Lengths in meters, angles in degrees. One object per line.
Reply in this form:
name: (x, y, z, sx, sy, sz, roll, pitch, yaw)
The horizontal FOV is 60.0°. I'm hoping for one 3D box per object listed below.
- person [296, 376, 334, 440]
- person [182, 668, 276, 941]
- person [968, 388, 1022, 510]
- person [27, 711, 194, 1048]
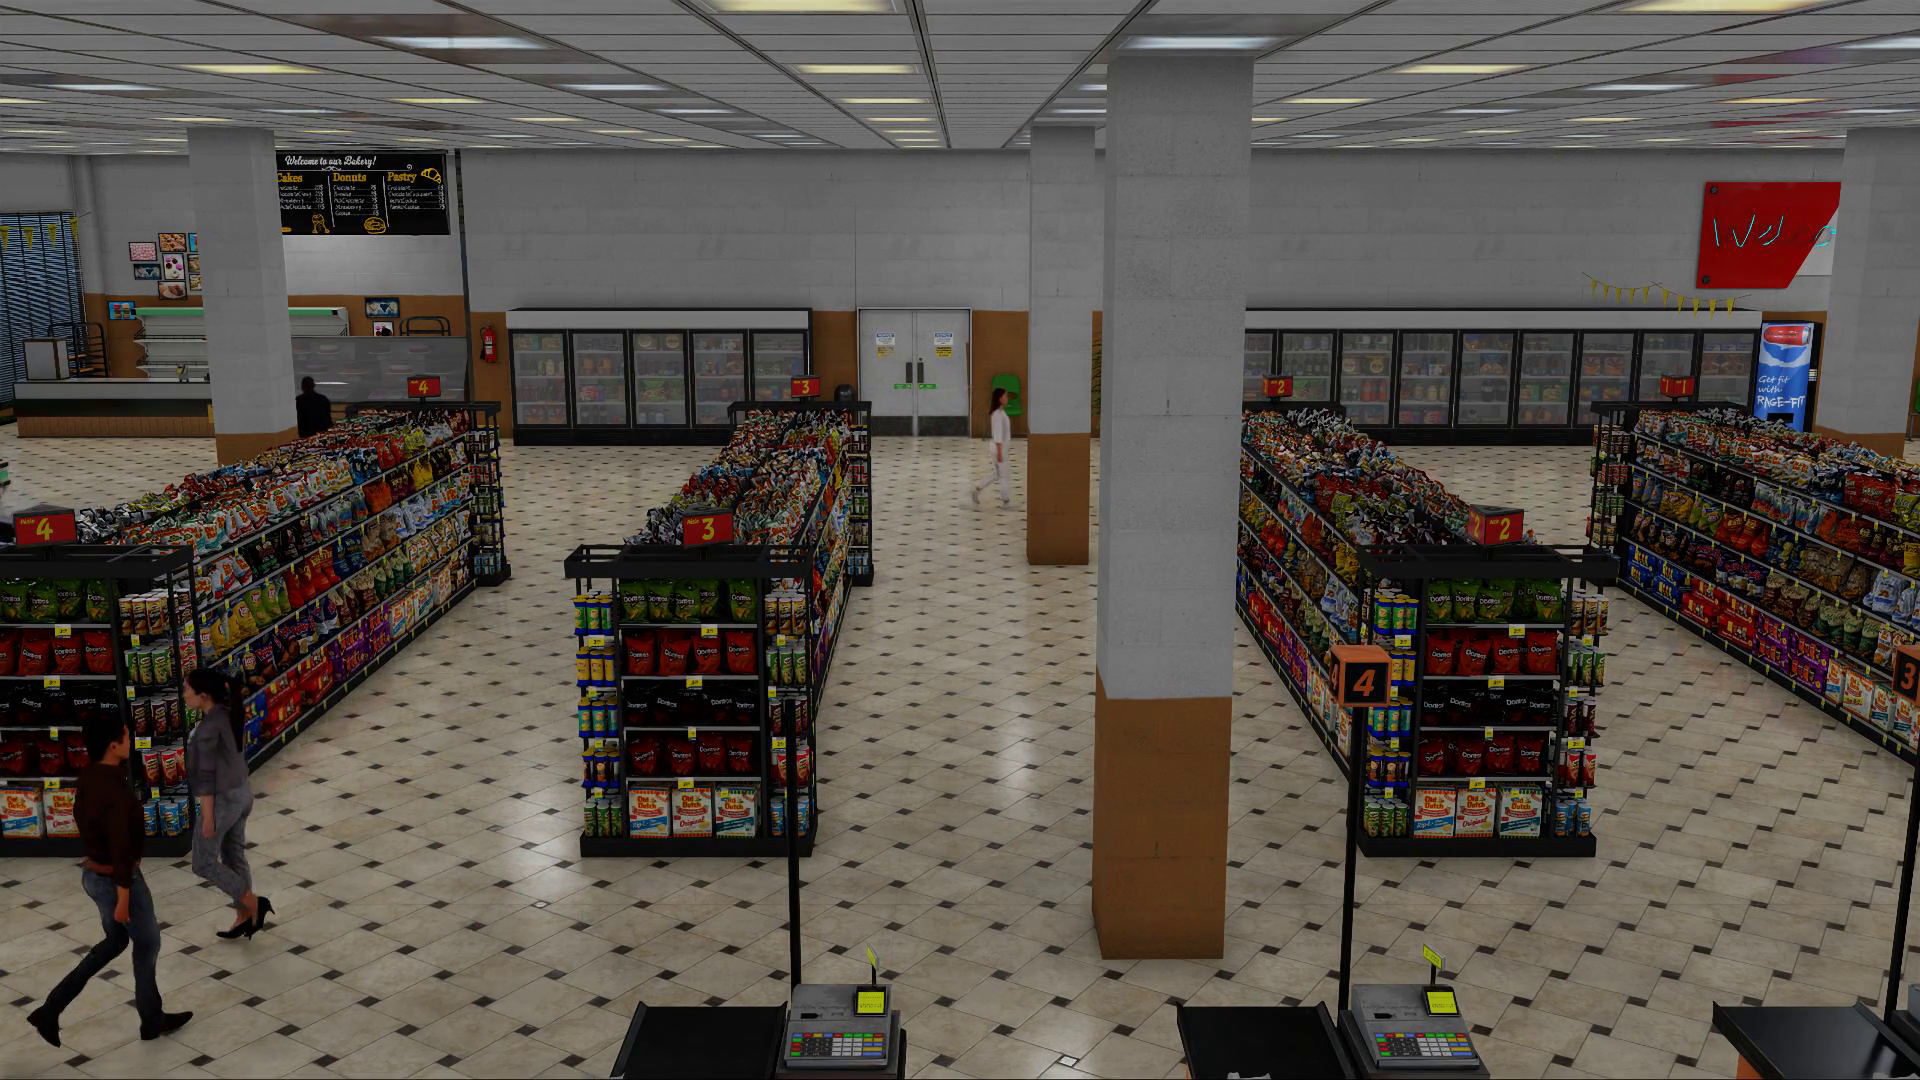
person: (-8.844, -1.325, 22.827, 1.004, 1.797, 0.947, 9, 15, 38)
person: (-4.136, 1.543, 9.534, 0.682, 1.661, 0.575, 0, 12, 1)
person: (0.470, -1.231, 22.689, 0.678, 1.670, 0.885, 0, 12, -1)
person: (-4.331, 1.744, 8.345, 1.002, 1.759, 1.086, 11, 16, 43)
